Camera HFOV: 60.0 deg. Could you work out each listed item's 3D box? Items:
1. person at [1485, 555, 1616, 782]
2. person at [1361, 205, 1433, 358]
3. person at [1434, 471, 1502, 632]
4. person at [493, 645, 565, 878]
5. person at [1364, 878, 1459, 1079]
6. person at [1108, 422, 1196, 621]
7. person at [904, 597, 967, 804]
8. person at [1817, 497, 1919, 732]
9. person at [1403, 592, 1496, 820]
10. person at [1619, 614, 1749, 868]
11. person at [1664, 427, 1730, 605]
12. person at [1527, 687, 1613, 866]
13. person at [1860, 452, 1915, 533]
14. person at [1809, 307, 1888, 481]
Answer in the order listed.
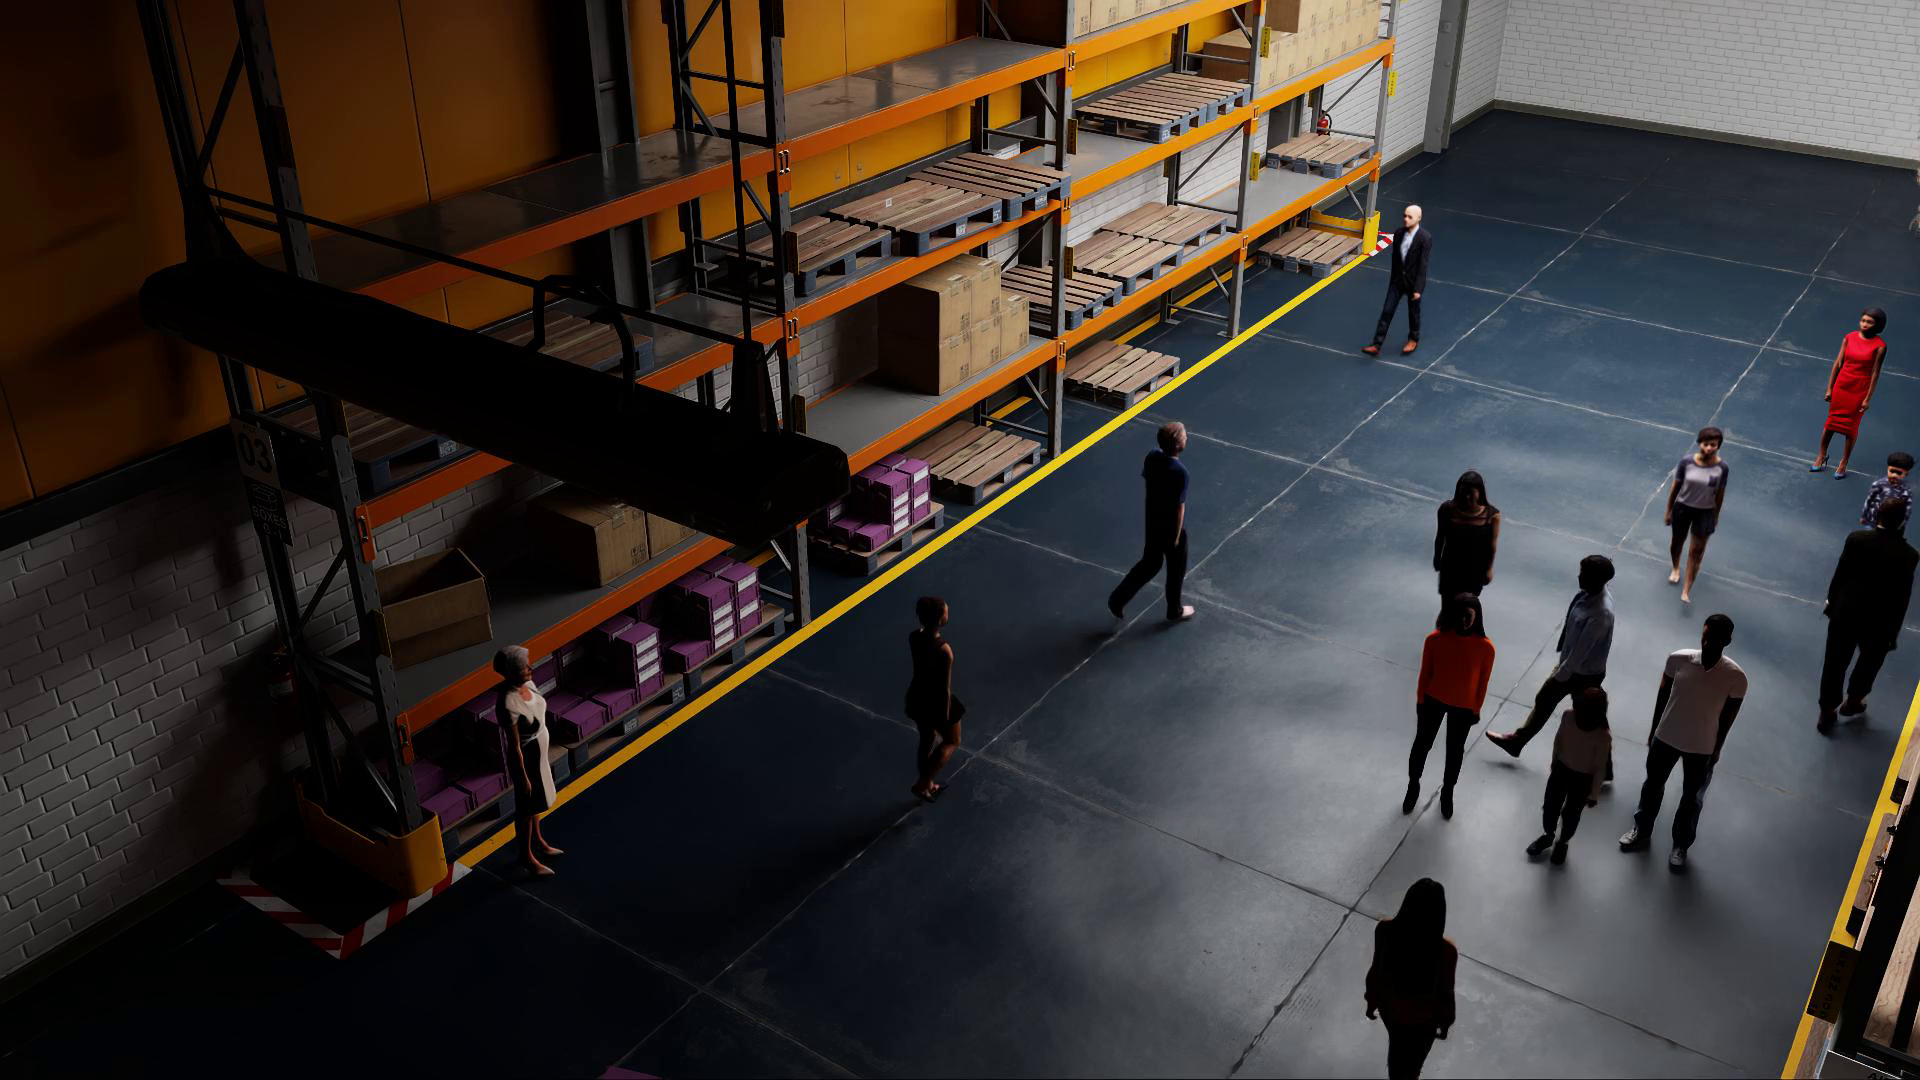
[{"bbox_3d":[4.499,0.961,11.794,1.020,1.764,1.185,7,29,13],"label":"person"},{"bbox_3d":[5.154,-2.939,18.953,0.788,1.754,1.188,24,37,37],"label":"person"},{"bbox_3d":[4.024,0.199,13.284,0.881,1.673,1.168,7,29,13],"label":"person"},{"bbox_3d":[-2.864,1.442,10.925,0.740,1.751,0.652,-1,29,-1],"label":"person"},{"bbox_3d":[2.337,2.579,8.802,0.641,1.788,1.031,17,33,28],"label":"person"},{"bbox_3d":[1.603,-0.098,13.651,1.129,1.845,0.895,-17,33,-29],"label":"person"},{"bbox_3d":[-0.263,1.147,11.555,0.698,1.666,0.617,-25,37,-38],"label":"person"},{"bbox_3d":[6.666,0.595,12.333,0.753,1.890,0.800,22,36,35],"label":"person"},{"bbox_3d":[3.379,1.127,11.504,0.680,1.748,0.648,9,30,17],"label":"person"},{"bbox_3d":[4.842,1.301,11.062,0.685,1.867,0.580,22,35,34],"label":"person"},{"bbox_3d":[6.319,-0.281,14.315,0.674,1.530,0.988,13,31,22],"label":"person"},{"bbox_3d":[4.087,1.537,11.060,0.618,1.456,0.622,-19,34,-31],"label":"person"},{"bbox_3d":[8.052,-0.195,14.475,0.505,1.226,0.786,19,34,31],"label":"person"},{"bbox_3d":[8.695,-1.440,16.216,0.563,1.744,0.607,-23,36,-36],"label":"person"}]
